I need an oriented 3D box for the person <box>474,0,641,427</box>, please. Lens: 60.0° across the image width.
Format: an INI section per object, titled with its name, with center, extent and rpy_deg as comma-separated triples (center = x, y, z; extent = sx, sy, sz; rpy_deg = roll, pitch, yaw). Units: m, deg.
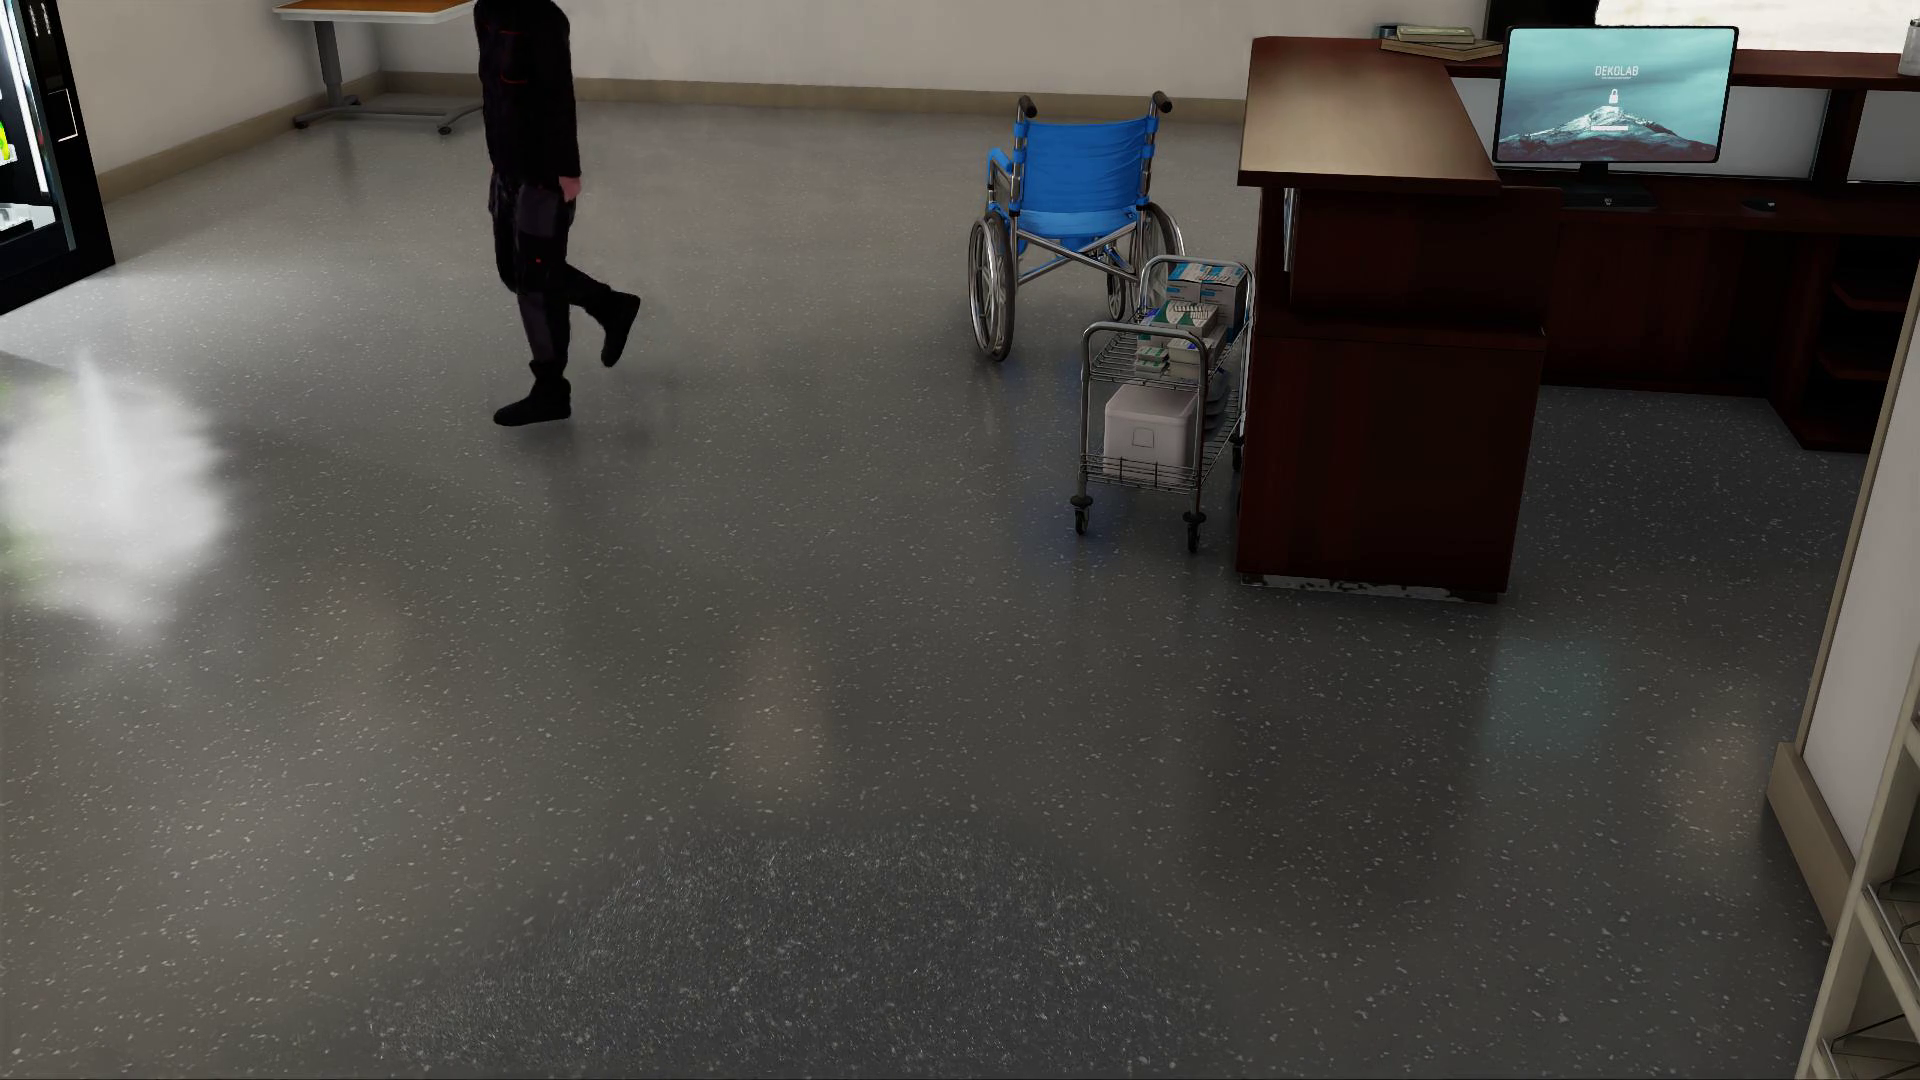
[person]
center = -1.554, -1.399, 6.297
extent = 1.038, 1.894, 1.161
rpy_deg = 23, 34, 39
